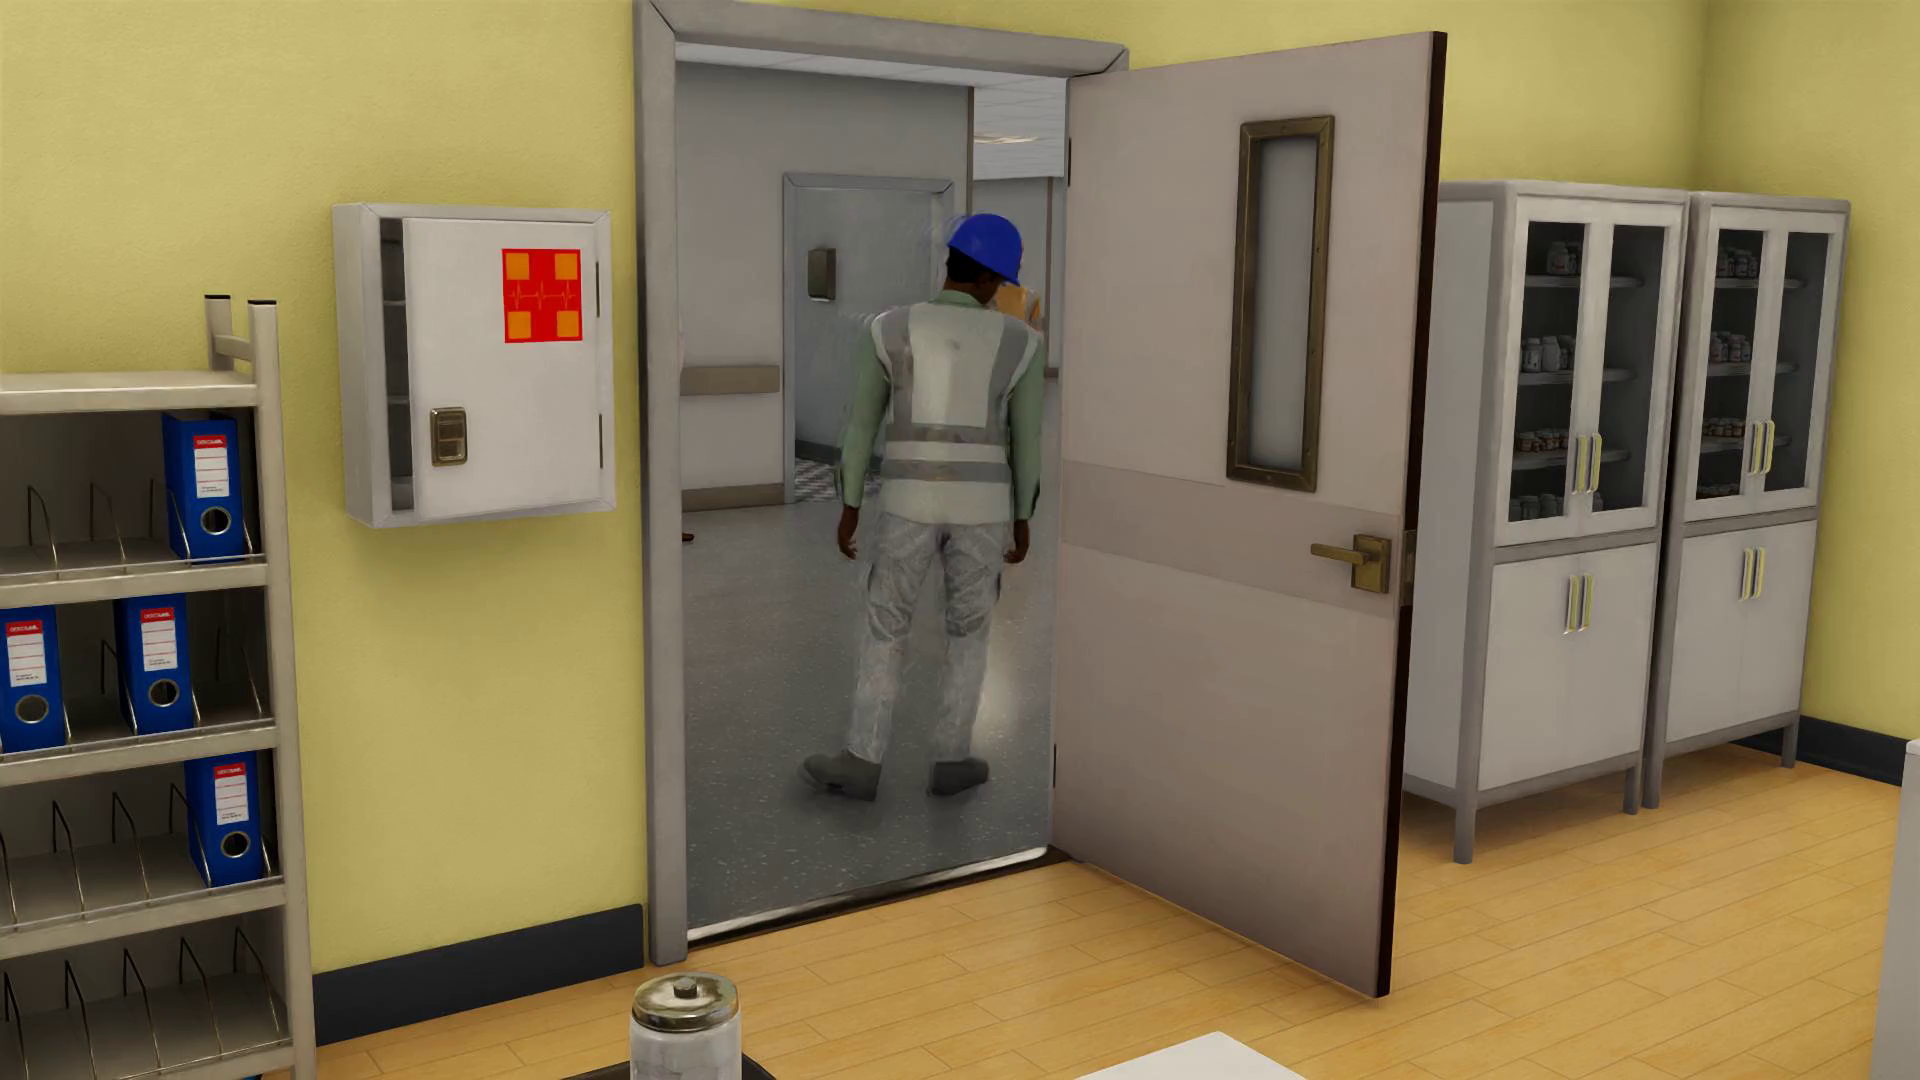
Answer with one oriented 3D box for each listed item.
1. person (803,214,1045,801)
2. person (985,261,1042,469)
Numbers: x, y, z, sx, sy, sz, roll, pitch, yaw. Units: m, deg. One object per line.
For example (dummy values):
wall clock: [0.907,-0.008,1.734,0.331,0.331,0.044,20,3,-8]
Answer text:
person: [-0.104,-0.105,5.421,0.749,1.896,0.484,1,10,-2]
person: [0.430,-1.478,13.741,0.555,1.890,0.830,-1,10,-8]
